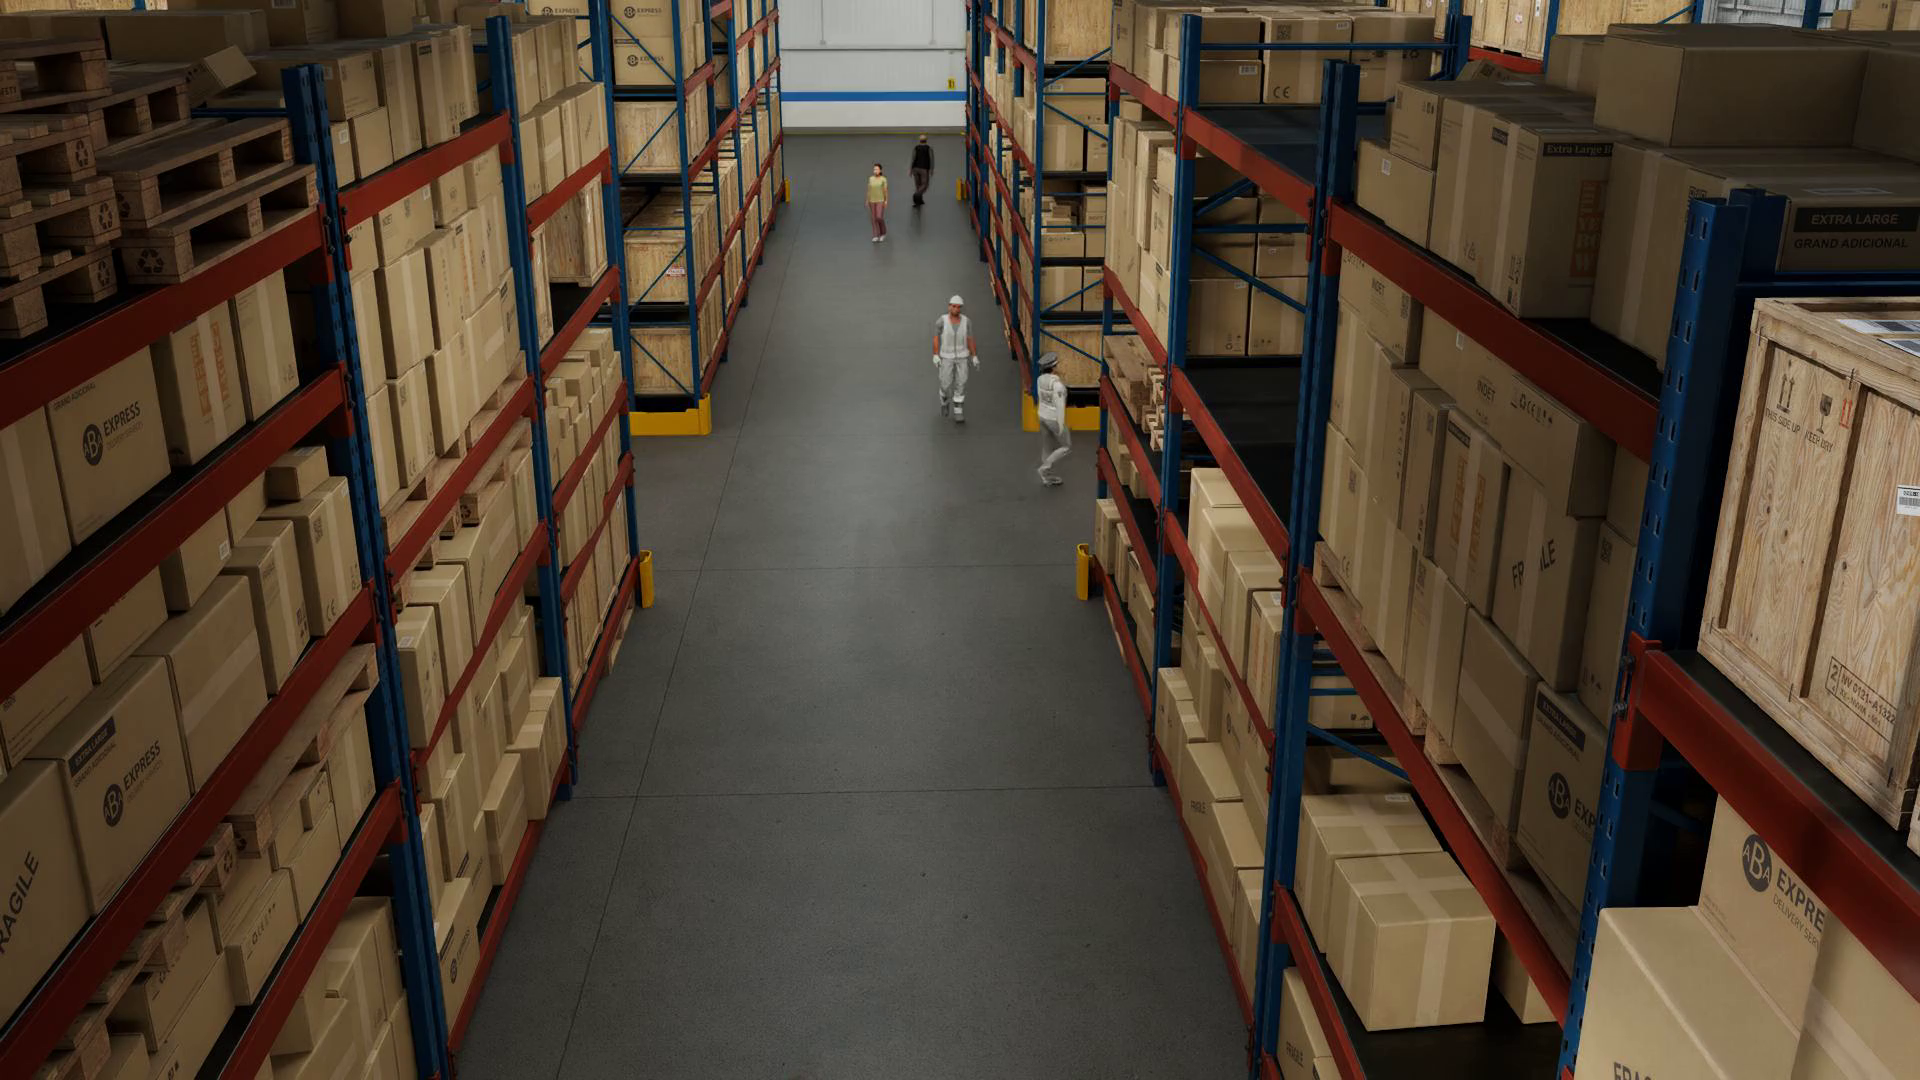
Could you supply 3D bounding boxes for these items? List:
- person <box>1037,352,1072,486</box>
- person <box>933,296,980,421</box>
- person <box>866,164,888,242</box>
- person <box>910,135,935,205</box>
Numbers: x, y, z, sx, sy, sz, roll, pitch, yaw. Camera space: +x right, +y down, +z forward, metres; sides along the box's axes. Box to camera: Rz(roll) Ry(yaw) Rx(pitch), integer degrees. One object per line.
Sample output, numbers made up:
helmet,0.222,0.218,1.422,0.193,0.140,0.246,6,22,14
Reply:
person,1.109,-1.476,20.509,0.482,1.693,0.485,-13,24,-30
person,-0.055,-2.534,23.197,0.637,1.784,0.495,-3,21,-8
person,-1.837,-7.366,36.347,0.453,1.669,0.455,7,21,17
person,-0.940,-9.071,40.878,0.584,1.703,0.732,7,21,17
